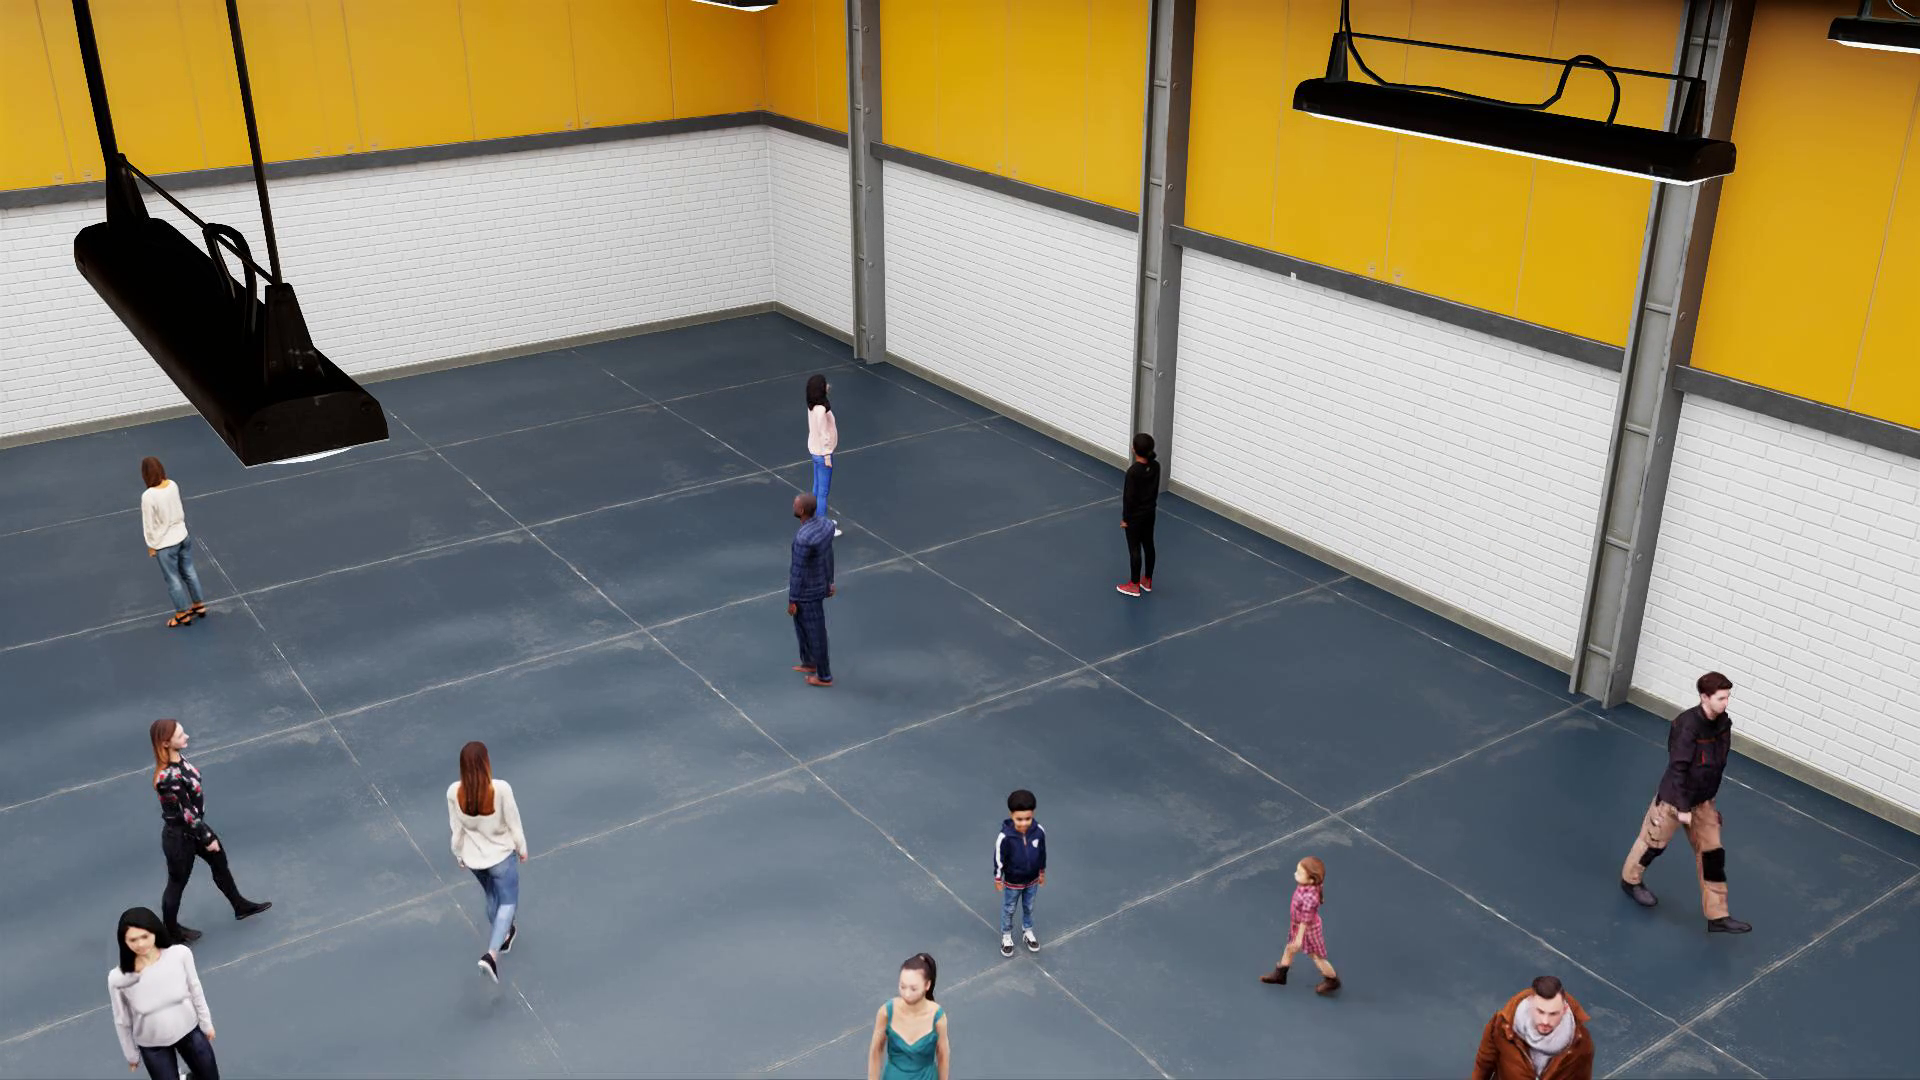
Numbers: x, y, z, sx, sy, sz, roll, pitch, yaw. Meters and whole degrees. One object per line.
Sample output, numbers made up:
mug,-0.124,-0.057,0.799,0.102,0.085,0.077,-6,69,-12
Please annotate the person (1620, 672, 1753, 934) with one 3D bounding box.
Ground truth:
person,4.900,1.739,11.408,0.801,1.876,1.221,-12,26,-25

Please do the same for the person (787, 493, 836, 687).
person,-1.214,0.453,14.435,0.870,1.808,0.835,10,25,21

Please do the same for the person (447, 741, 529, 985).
person,-3.063,2.107,10.823,0.986,1.671,1.069,2,24,5

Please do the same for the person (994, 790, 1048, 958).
person,0.413,2.213,11.141,0.578,1.221,0.569,-6,24,-14

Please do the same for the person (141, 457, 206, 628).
person,-7.411,0.005,15.624,0.741,1.677,0.699,6,24,14

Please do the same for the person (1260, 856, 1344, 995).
person,2.290,2.501,10.744,0.773,1.011,0.726,3,24,7

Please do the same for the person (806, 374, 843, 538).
person,-1.471,-0.910,17.602,0.769,1.770,0.609,-6,24,-14

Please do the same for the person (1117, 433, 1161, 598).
person,1.768,-0.258,16.230,0.596,1.674,0.537,-17,29,-34

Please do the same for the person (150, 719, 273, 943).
person,-5.289,1.978,11.140,0.837,1.654,0.936,-6,24,-13

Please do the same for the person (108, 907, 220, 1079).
person,-4.444,2.747,9.337,0.633,1.689,0.854,-17,29,-34

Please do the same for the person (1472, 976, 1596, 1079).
person,2.936,2.958,8.689,0.835,1.821,0.892,4,24,8

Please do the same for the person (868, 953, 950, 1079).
person,-0.243,2.923,9.001,1.037,1.636,1.051,6,24,14
